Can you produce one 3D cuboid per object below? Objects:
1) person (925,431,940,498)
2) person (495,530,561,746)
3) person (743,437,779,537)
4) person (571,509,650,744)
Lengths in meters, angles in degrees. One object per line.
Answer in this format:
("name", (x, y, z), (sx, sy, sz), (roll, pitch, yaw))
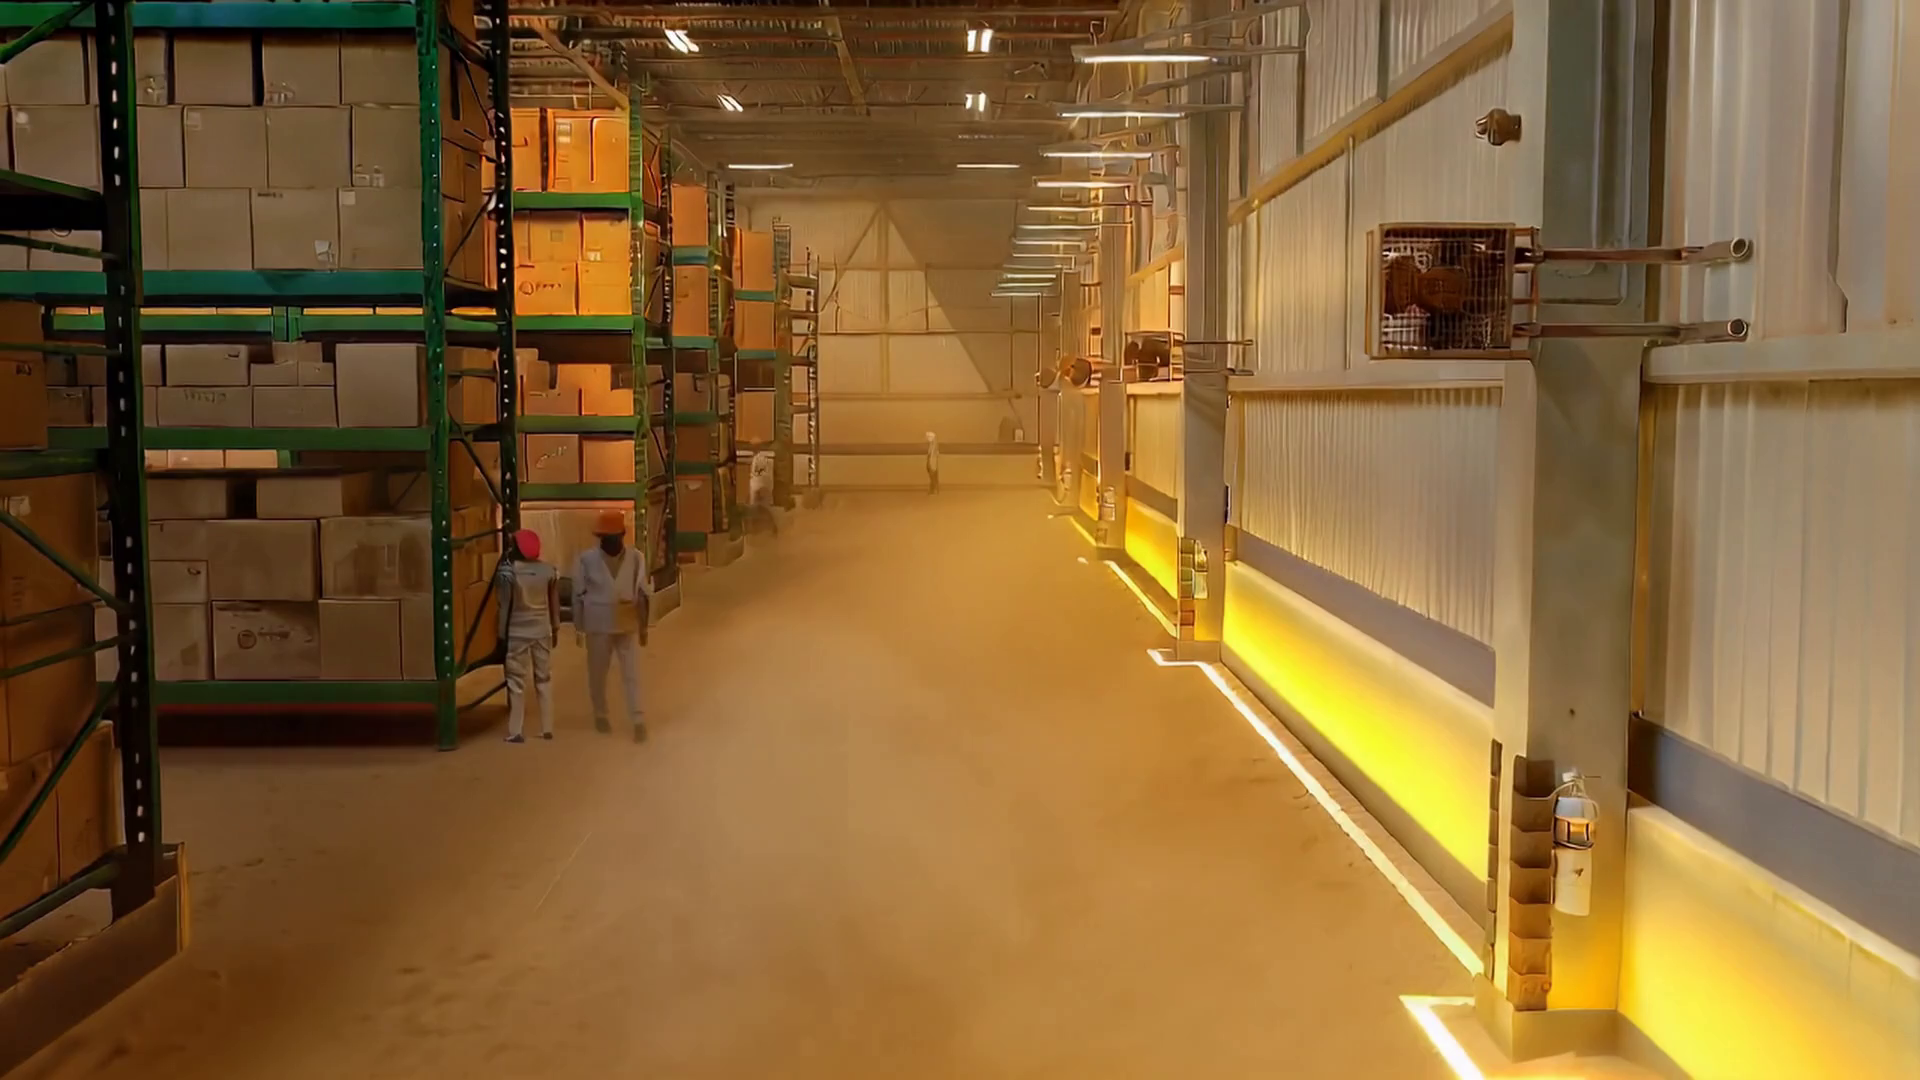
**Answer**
("person", (-0.747, -1.970, 43.432), (0.361, 1.742, 0.563), (-2, 5, -27))
("person", (-3.251, 0.735, 12.554), (0.525, 1.632, 0.312), (-4, 7, -41))
("person", (-3.857, -0.983, 31.099), (1.022, 1.875, 0.543), (-1, 5, -14))
("person", (-2.650, 0.651, 12.674), (0.617, 1.772, 0.973), (-2, 5, -21))
